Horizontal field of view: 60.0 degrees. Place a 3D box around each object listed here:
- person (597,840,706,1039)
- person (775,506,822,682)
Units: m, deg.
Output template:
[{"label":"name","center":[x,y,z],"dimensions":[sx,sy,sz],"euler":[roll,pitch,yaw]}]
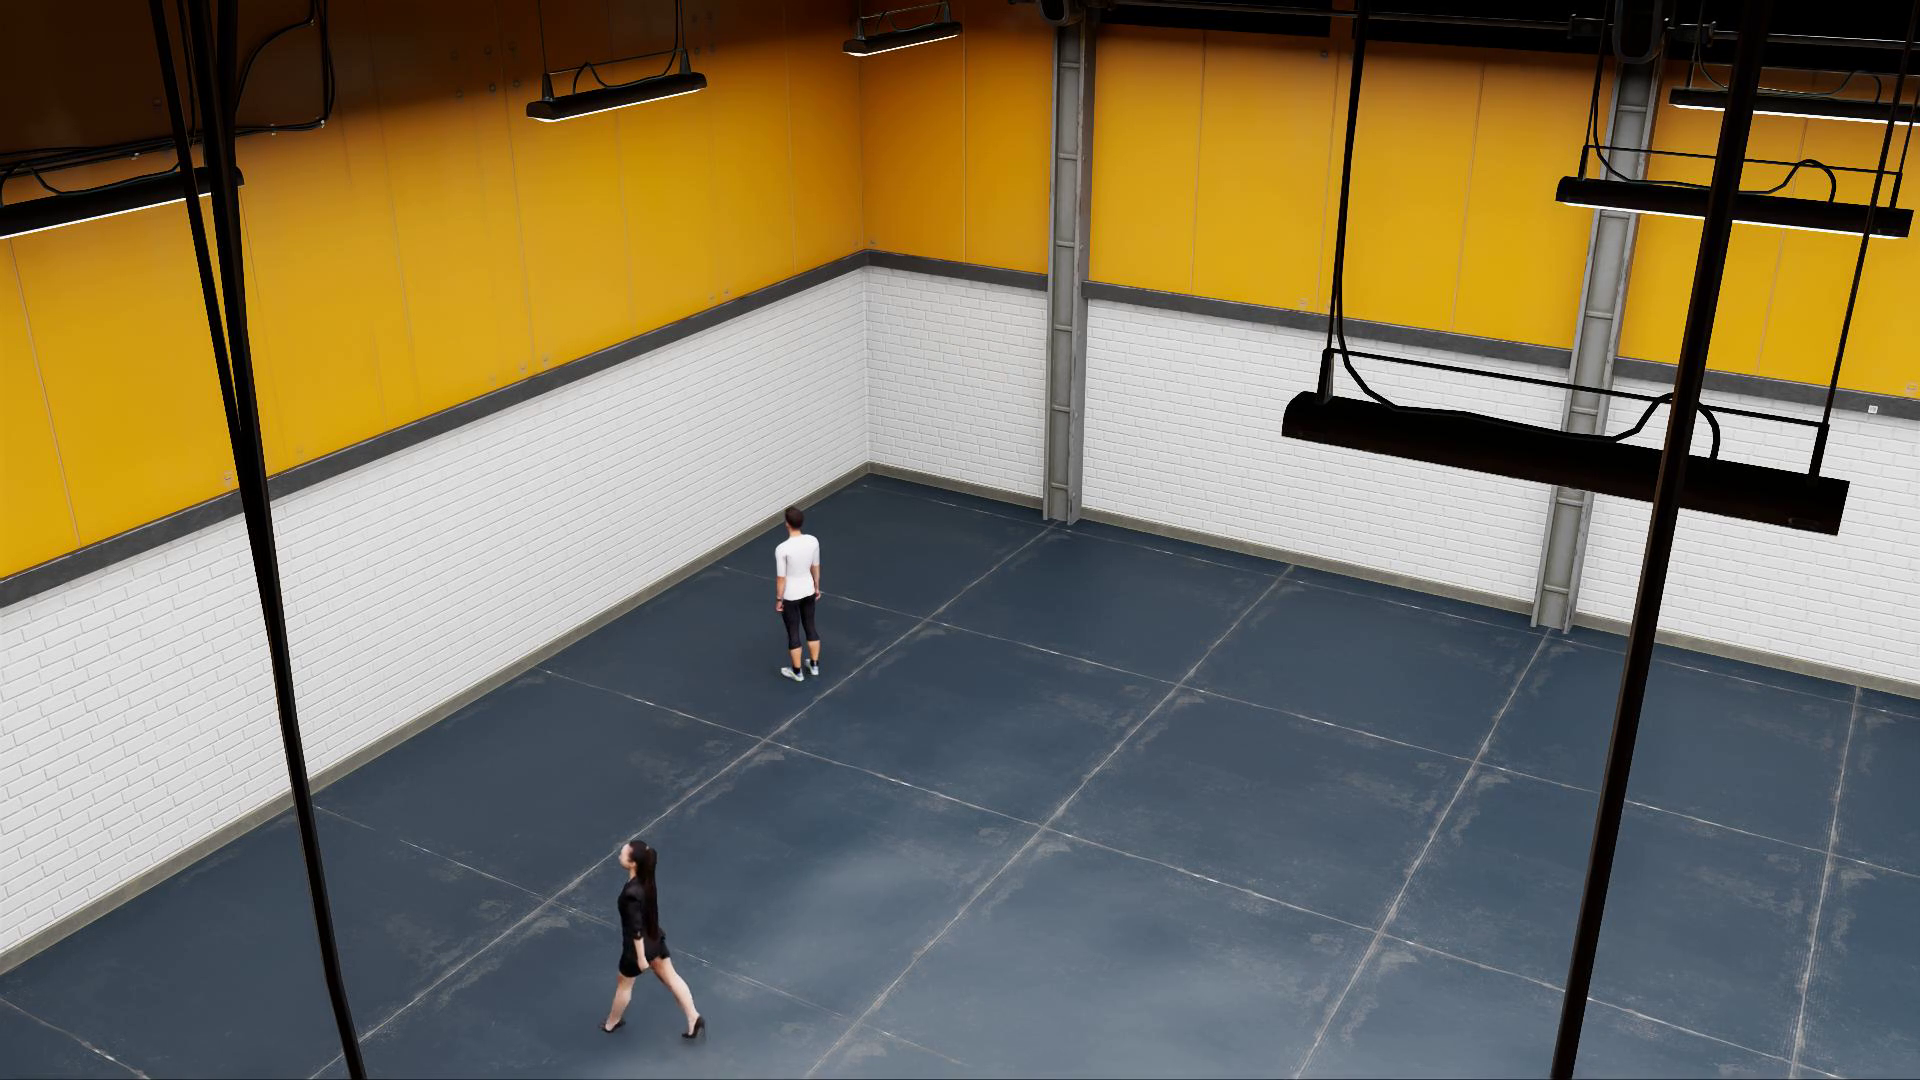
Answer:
[{"label":"person","center":[-2.133,2.861,11.709],"dimensions":[1.118,1.654,0.853],"euler":[4,24,8]},{"label":"person","center":[-1.628,0.538,16.780],"dimensions":[0.746,1.850,0.692],"euler":[-17,29,-34]}]
